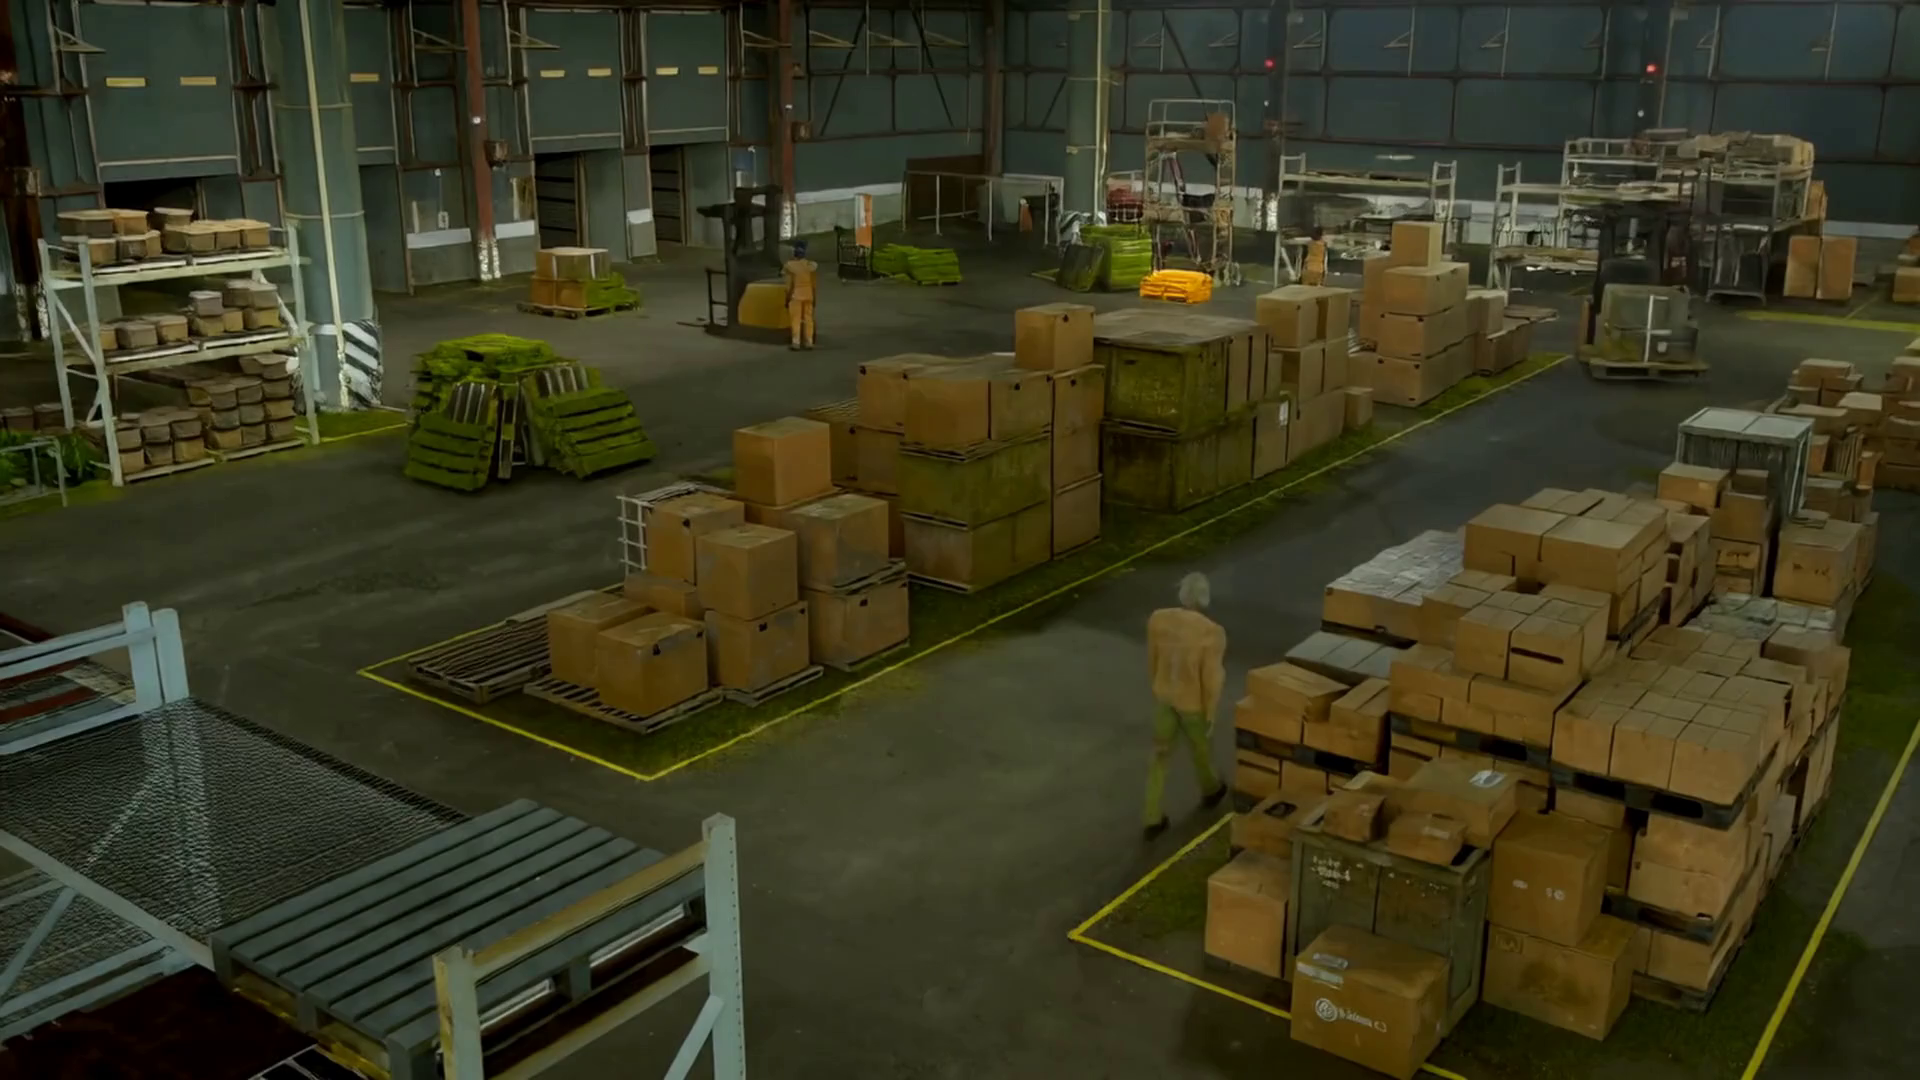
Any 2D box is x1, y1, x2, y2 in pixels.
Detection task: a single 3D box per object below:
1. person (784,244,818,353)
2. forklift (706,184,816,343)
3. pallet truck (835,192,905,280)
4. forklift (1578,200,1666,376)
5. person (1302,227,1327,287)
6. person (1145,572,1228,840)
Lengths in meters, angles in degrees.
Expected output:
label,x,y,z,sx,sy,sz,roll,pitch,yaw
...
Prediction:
label,x,y,z,sx,sy,sz,roll,pitch,yaw
person,-2.838,-4.310,29.673,0.632,1.931,0.382,-9,19,-27
forklift,-3.717,-5.181,30.929,1.873,2.768,1.129,12,21,35
pallet truck,-1.936,-7.159,38.982,1.885,1.965,0.823,-12,21,-34
forklift,11.205,-4.296,27.999,1.129,2.768,1.873,3,17,11
person,7.314,-5.596,34.313,0.535,1.699,0.322,11,20,33
person,1.598,1.121,11.753,0.652,1.885,1.018,11,20,32
